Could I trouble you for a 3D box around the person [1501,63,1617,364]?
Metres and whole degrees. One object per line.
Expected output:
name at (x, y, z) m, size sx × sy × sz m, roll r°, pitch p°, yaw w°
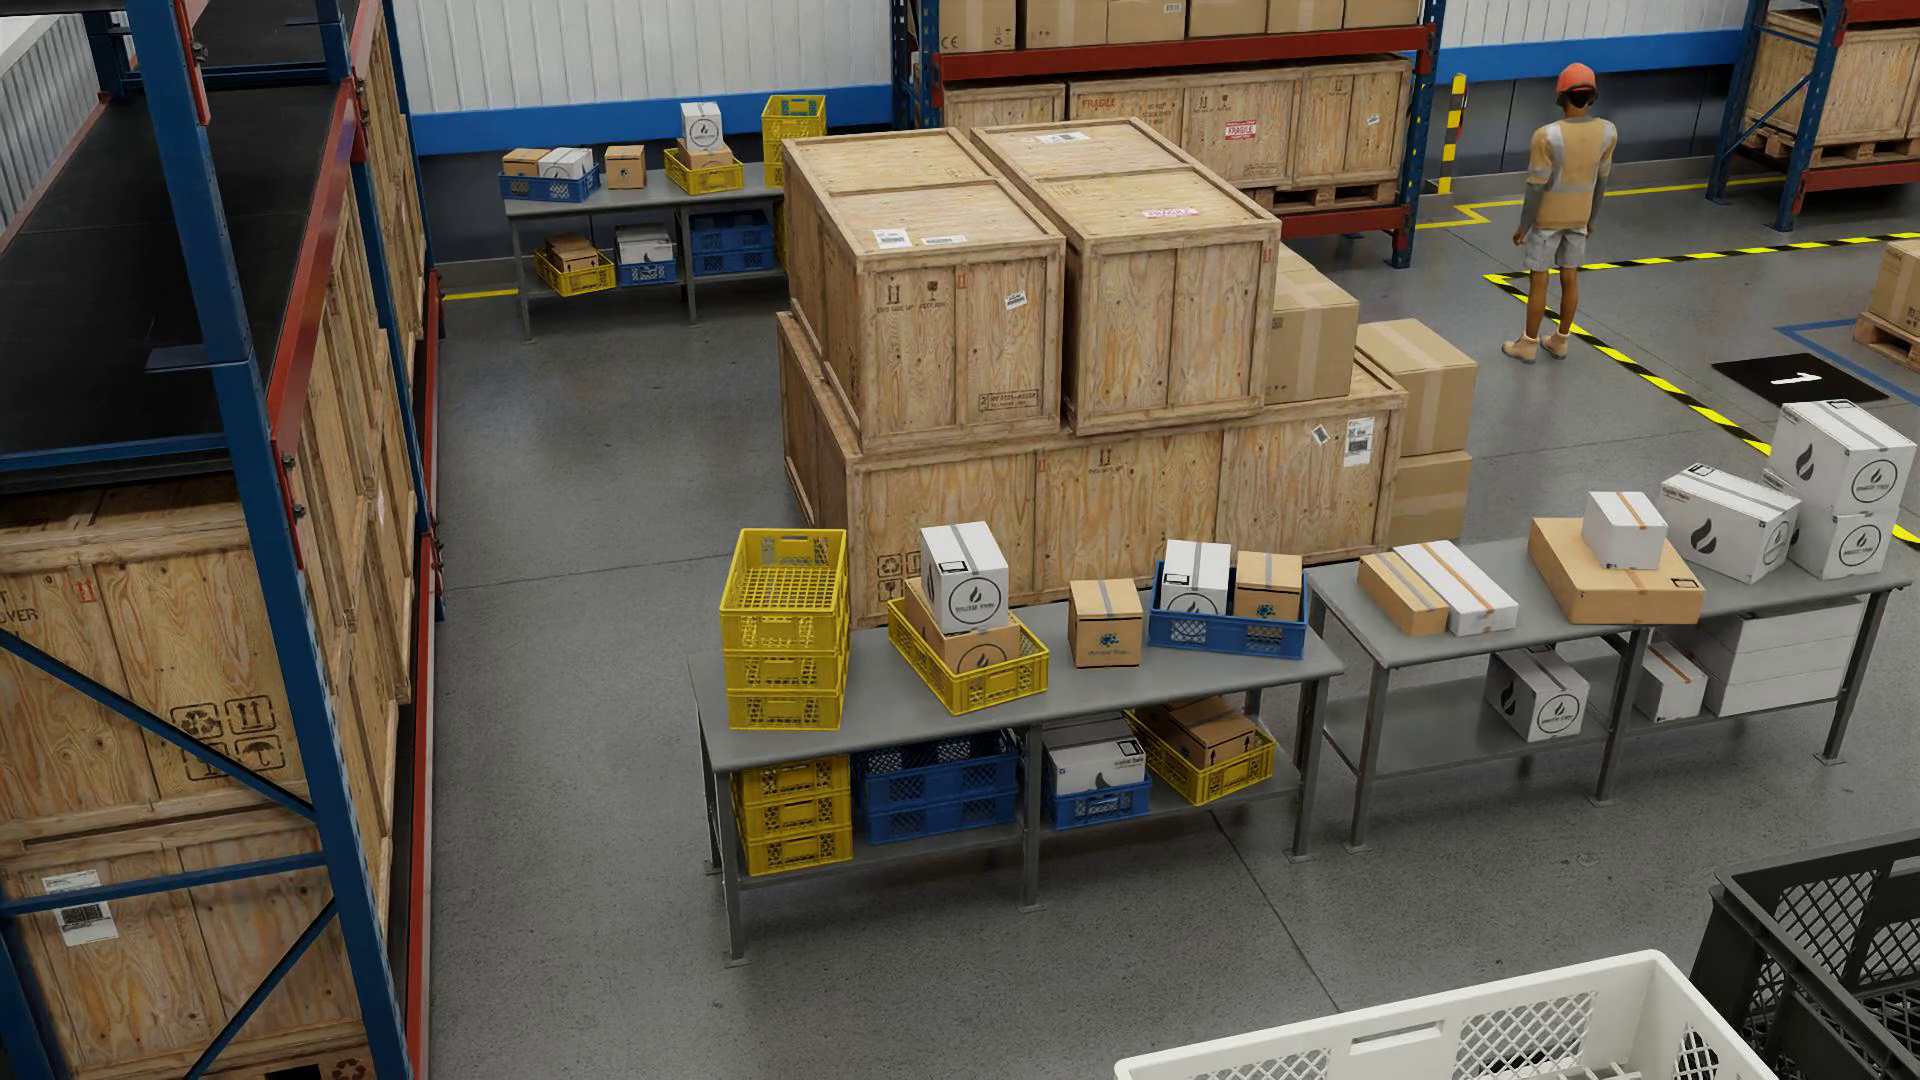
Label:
person at (4.037, -2.186, 11.260) m, size 0.605 × 2.032 × 0.398 m, roll -7°, pitch 30°, yaw -12°
